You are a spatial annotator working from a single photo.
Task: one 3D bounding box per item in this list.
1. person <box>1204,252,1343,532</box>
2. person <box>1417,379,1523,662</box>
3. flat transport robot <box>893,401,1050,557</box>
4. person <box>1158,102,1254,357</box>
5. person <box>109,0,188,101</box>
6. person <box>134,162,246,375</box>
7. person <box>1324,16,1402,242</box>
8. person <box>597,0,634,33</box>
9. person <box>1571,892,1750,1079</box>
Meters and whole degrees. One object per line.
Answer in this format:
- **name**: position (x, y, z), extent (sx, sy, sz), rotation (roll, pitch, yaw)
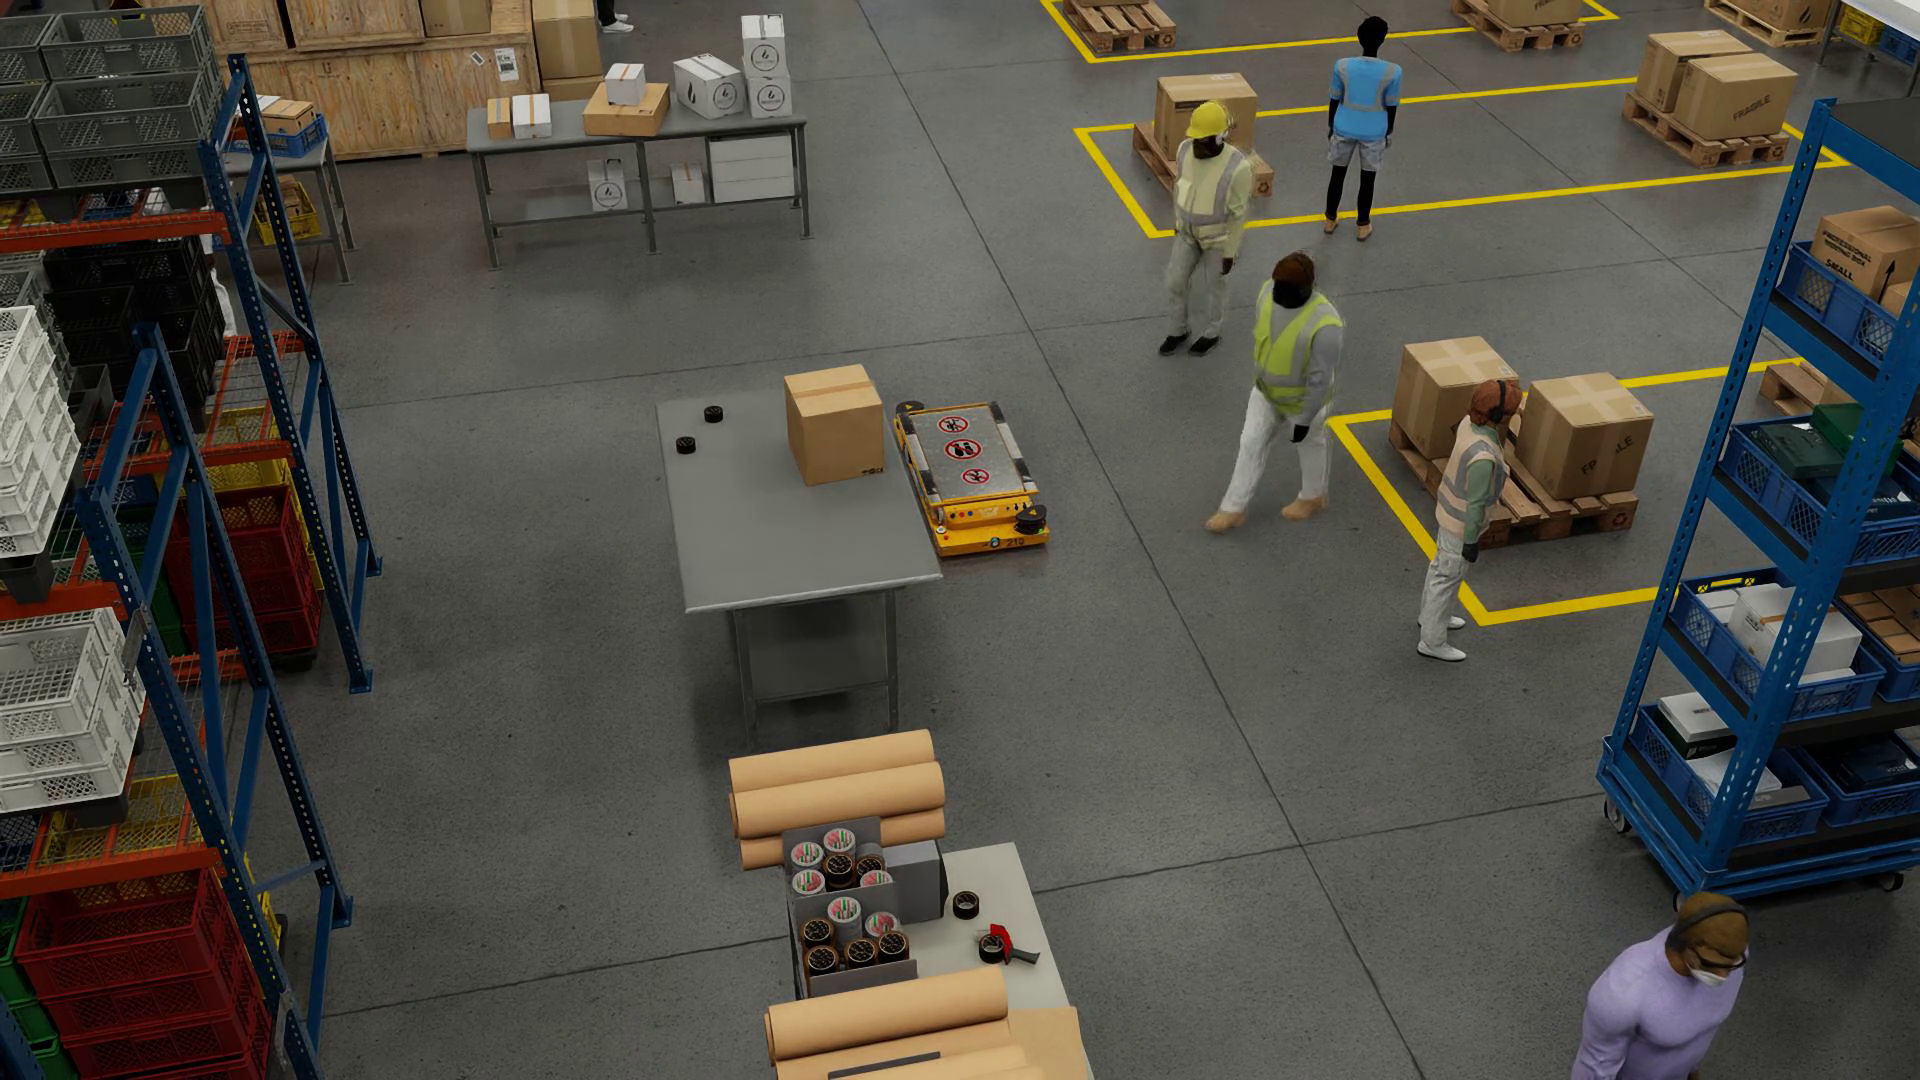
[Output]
- **person**: position (1.816, -0.811, 9.347), extent (0.884, 1.796, 0.636), rotation (-23, 42, -27)
- **person**: position (2.590, -0.108, 8.544), extent (0.313, 1.634, 0.514), rotation (6, 37, 8)
- **flat transport robot**: position (0.046, -0.430, 10.108), extent (0.652, 0.197, 1.431), rotation (-8, 37, -10)
- **person**: position (1.577, -2.001, 10.935), extent (0.611, 1.807, 0.595), rotation (27, 44, 31)
- **person**: position (-5.980, -3.150, 12.433), extent (0.518, 1.874, 0.327), rotation (-16, 40, -21)
- **person**: position (-5.085, -1.966, 10.831), extent (0.573, 1.885, 0.357), rotation (19, 41, 24)
- **person**: position (2.997, -3.075, 12.485), extent (0.535, 1.693, 0.319), rotation (16, 39, 20)
- **person**: position (-3.451, -5.905, 16.104), extent (0.383, 1.912, 0.585), rotation (-12, 38, -15)
- **person**: position (2.296, 1.852, 5.660), extent (0.629, 1.933, 0.379), rotation (-18, 40, -23)
